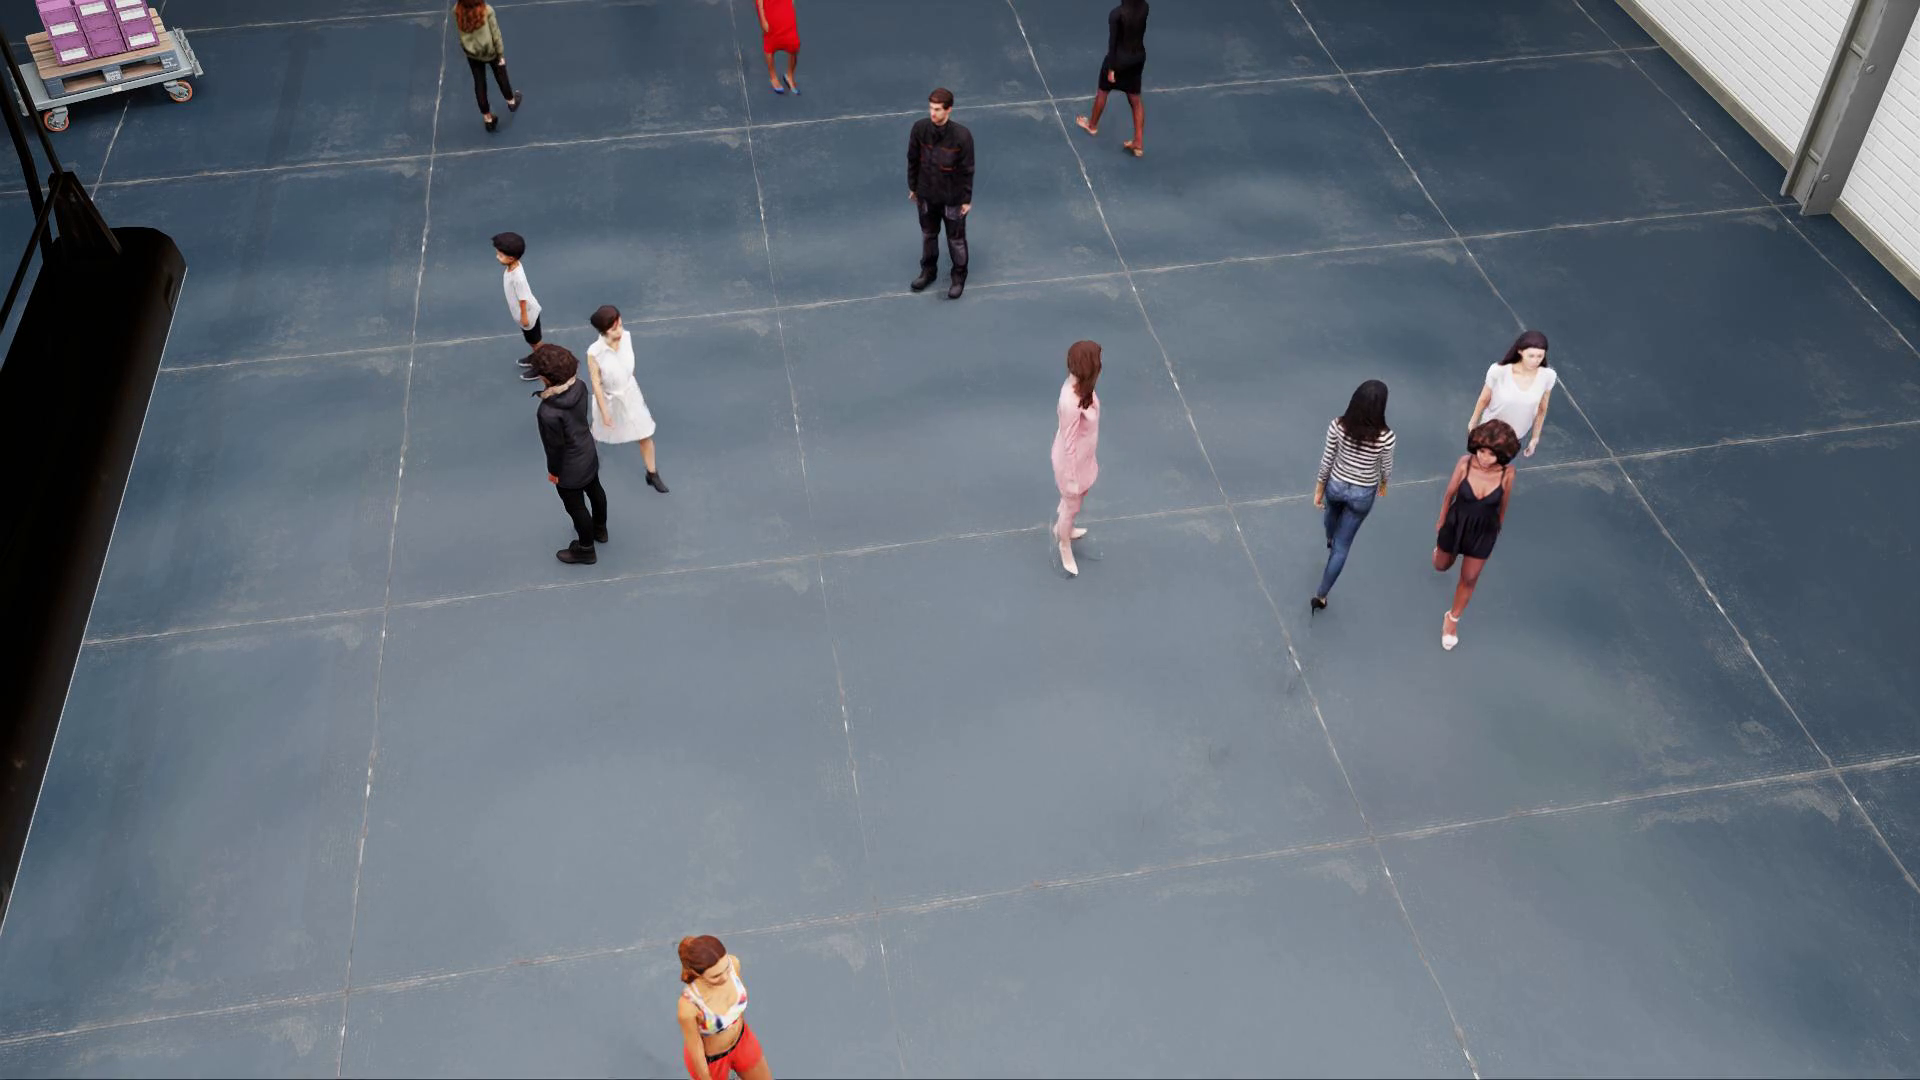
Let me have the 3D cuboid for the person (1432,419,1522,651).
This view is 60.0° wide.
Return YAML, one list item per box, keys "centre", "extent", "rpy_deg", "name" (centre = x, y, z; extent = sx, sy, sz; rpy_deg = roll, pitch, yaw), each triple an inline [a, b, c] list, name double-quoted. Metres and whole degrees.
- centre: [3.258, -0.117, 10.655]
  extent: [0.798, 1.770, 1.028]
  rpy_deg: [10, 44, 10]
  name: "person"

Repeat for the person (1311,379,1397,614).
- centre: [2.493, -0.209, 10.765]
  extent: [0.976, 1.751, 1.119]
  rpy_deg: [18, 46, 18]
  name: "person"

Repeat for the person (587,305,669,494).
- centre: [-2.490, -1.009, 11.773]
  extent: [1.070, 1.519, 0.949]
  rpy_deg: [32, 52, 29]
  name: "person"

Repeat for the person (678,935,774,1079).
- centre: [-1.217, 2.404, 8.004]
  extent: [0.818, 1.775, 0.753]
  rpy_deg: [32, 52, 29]
  name: "person"

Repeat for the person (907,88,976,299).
- centre: [-0.138, -2.805, 13.428]
  extent: [0.802, 1.838, 0.793]
  rpy_deg: [16, 46, 17]
  name: "person"

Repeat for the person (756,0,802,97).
- centre: [-1.822, -5.099, 15.911]
  extent: [0.720, 1.734, 0.765]
  rpy_deg: [-29, 51, -27]
  name: "person"

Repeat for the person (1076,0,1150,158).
- centre: [1.559, -4.276, 15.078]
  extent: [0.916, 1.691, 1.122]
  rpy_deg: [-27, 50, -25]
  name: "person"

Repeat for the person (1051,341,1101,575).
- centre: [0.751, -0.525, 11.072]
  extent: [0.807, 1.785, 0.674]
  rpy_deg: [28, 50, 26]
  name: "person"

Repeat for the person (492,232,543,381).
- centre: [-3.354, -1.817, 12.811]
  extent: [0.579, 1.257, 0.467]
  rpy_deg: [-14, 45, -15]
  name: "person"

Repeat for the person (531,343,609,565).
- centre: [-2.593, -0.578, 11.130]
  extent: [0.785, 1.781, 0.691]
  rpy_deg: [12, 45, 12]
  name: "person"

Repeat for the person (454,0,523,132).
- centre: [-4.470, -4.509, 15.491]
  extent: [0.728, 1.458, 0.893]
  rpy_deg: [4, 44, 4]
  name: "person"

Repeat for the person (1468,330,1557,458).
- centre: [3.731, -0.814, 11.468]
  extent: [0.700, 1.657, 0.994]
  rpy_deg: [0, 44, 0]
  name: "person"
